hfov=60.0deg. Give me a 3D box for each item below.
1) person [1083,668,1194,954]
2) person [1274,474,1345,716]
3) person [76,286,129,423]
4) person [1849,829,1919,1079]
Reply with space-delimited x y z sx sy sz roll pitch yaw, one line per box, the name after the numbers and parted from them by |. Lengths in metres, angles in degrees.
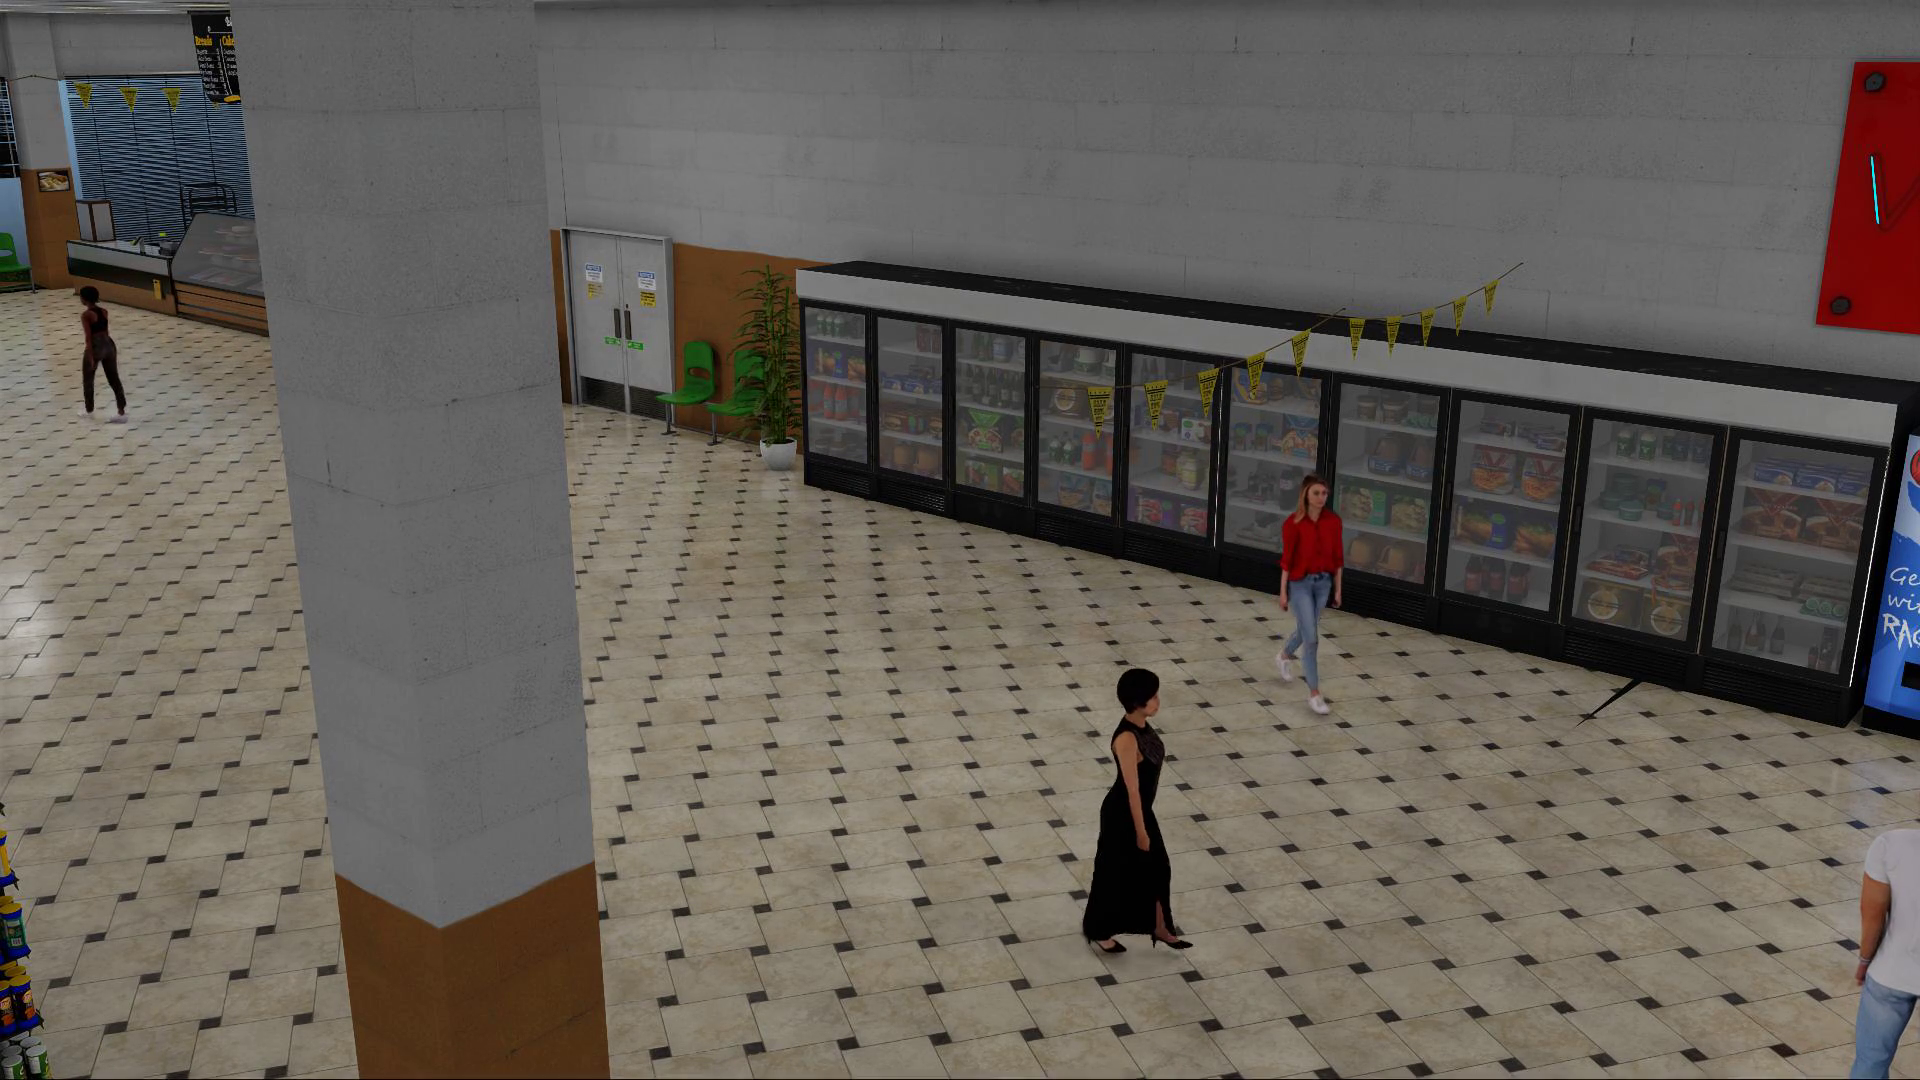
0.787 1.407 8.510 0.813 1.579 0.829 6 18 18 | person
2.462 0.392 11.872 1.114 1.568 1.070 -5 18 -15 | person
-10.495 -2.266 20.444 0.808 1.674 0.917 8 19 24 | person
3.925 1.781 6.787 0.688 1.866 0.589 16 23 42 | person
